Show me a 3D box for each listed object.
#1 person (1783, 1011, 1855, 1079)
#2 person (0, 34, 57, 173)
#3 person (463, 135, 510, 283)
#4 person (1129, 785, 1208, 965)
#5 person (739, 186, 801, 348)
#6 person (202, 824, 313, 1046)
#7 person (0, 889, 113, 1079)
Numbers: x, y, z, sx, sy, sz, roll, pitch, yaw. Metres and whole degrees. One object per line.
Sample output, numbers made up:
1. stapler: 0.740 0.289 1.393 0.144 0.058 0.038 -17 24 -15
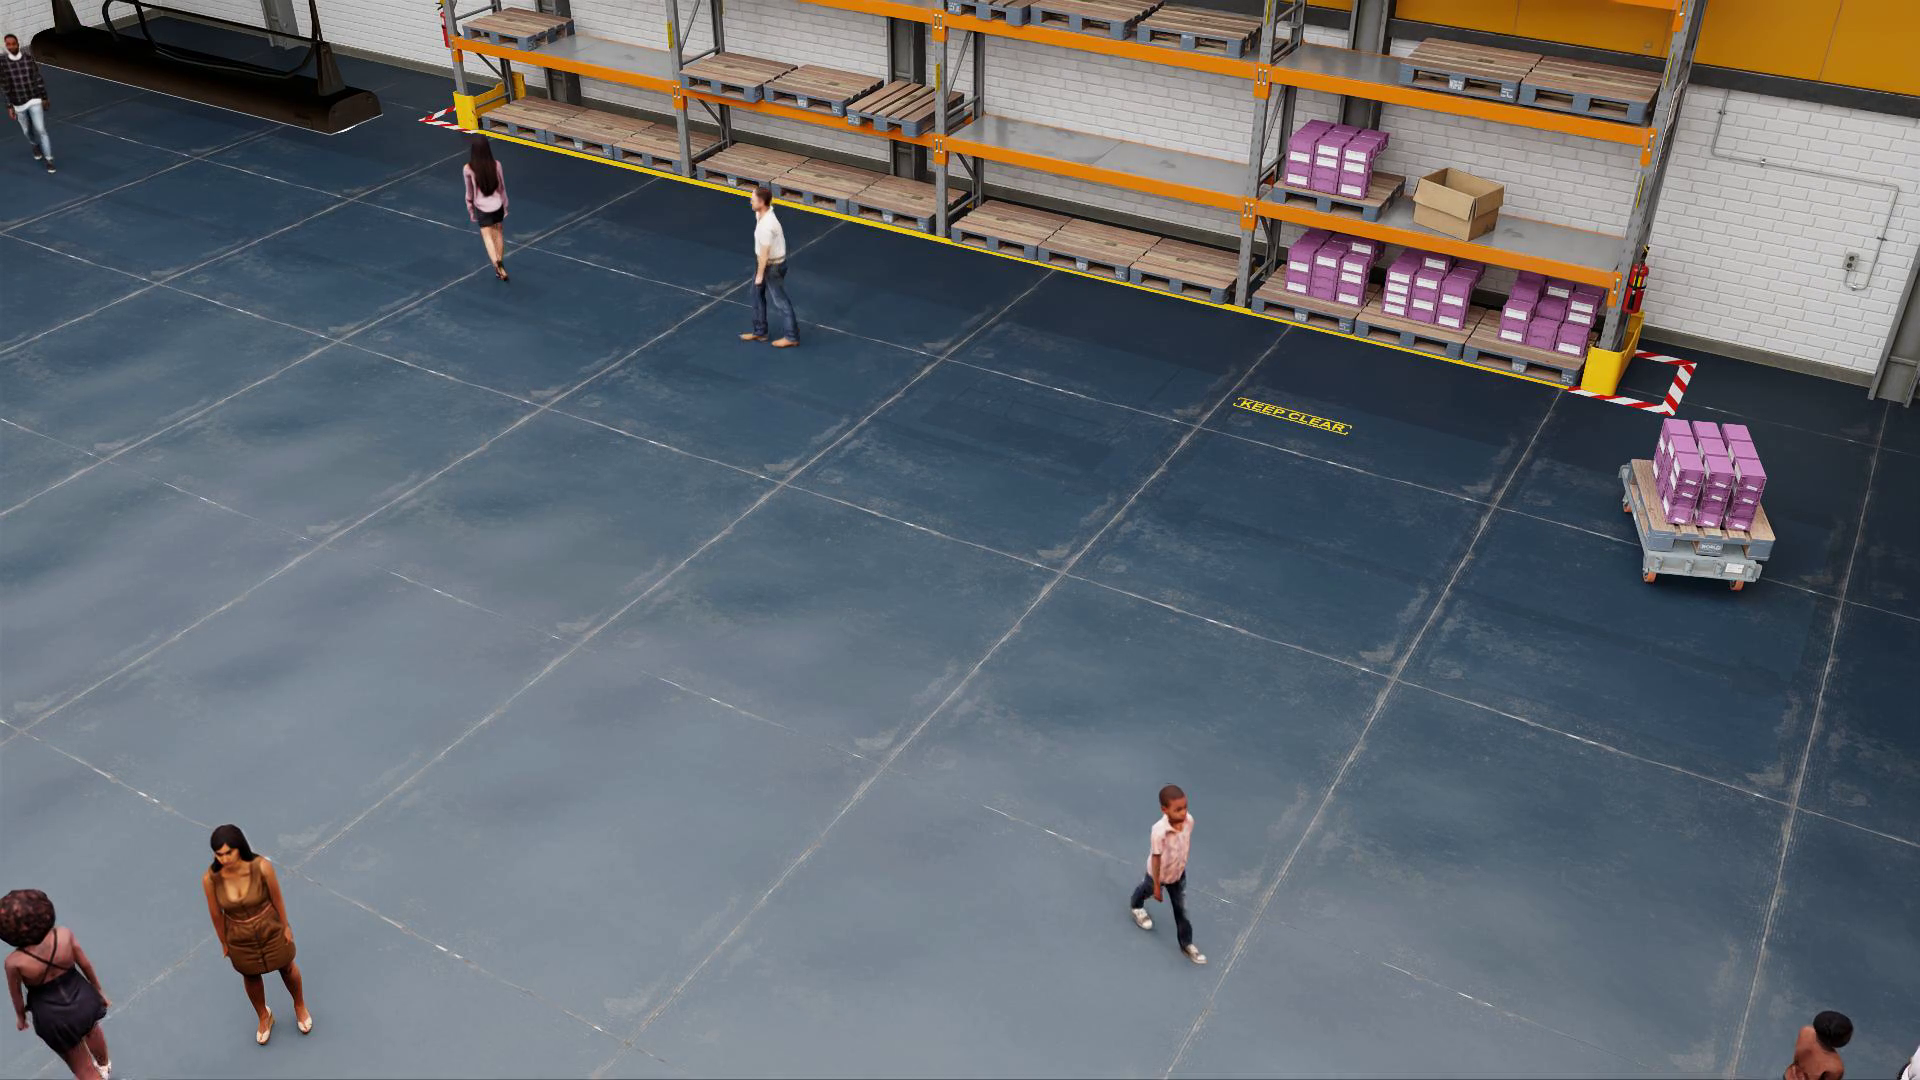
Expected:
1. person: 4.702 3.091 9.330 0.784 1.235 0.720 -7 34 -11
2. person: -12.562 -5.909 22.372 1.082 1.786 1.296 -16 37 -23
3. person: -5.384 -3.745 19.108 0.940 1.797 1.052 -14 36 -19
4. person: 1.293 2.094 10.797 0.786 1.272 0.978 -19 38 -26
5. person: -1.914 -2.909 17.820 1.041 1.830 0.957 -5 34 -8
6. person: -4.240 2.361 10.018 0.636 1.690 0.683 -11 35 -16
7. person: -4.991 2.728 9.398 0.829 1.766 0.618 21 39 28
